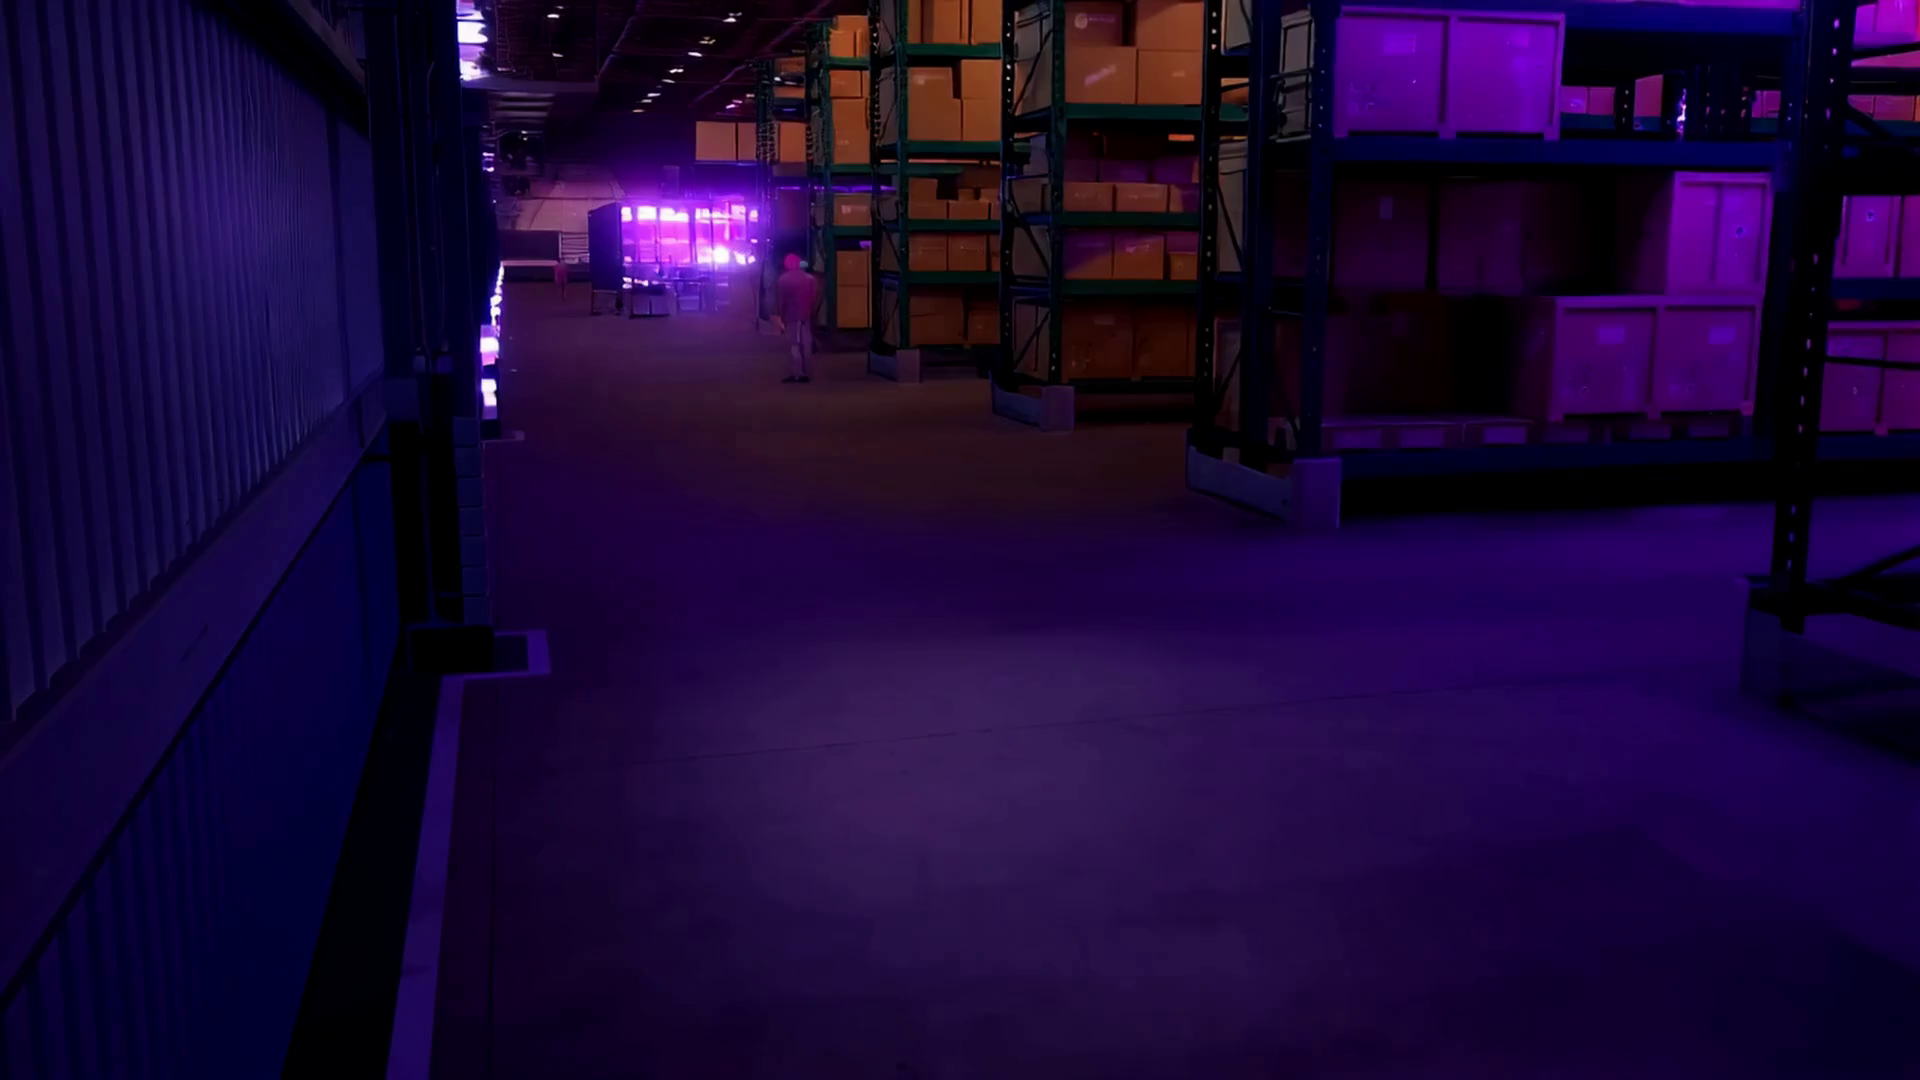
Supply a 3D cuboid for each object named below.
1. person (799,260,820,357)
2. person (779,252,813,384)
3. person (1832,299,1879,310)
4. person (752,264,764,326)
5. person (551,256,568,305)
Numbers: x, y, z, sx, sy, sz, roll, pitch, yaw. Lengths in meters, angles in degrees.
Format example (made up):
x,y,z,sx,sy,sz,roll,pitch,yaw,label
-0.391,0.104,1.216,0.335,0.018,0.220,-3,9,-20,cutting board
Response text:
x,y,z,sx,sy,sz,roll,pitch,yaw,label
-2.837,-4.242,30.540,0.646,1.783,0.859,-8,13,-38,person
-2.441,-3.283,24.643,0.371,1.935,0.627,7,12,36,person
9.457,-2.050,17.688,0.548,1.925,0.545,-4,11,-22,person
-4.824,-5.976,40.740,0.541,1.628,0.368,6,11,29,person
-13.817,-8.956,57.403,0.566,1.712,0.886,-2,10,-14,person
